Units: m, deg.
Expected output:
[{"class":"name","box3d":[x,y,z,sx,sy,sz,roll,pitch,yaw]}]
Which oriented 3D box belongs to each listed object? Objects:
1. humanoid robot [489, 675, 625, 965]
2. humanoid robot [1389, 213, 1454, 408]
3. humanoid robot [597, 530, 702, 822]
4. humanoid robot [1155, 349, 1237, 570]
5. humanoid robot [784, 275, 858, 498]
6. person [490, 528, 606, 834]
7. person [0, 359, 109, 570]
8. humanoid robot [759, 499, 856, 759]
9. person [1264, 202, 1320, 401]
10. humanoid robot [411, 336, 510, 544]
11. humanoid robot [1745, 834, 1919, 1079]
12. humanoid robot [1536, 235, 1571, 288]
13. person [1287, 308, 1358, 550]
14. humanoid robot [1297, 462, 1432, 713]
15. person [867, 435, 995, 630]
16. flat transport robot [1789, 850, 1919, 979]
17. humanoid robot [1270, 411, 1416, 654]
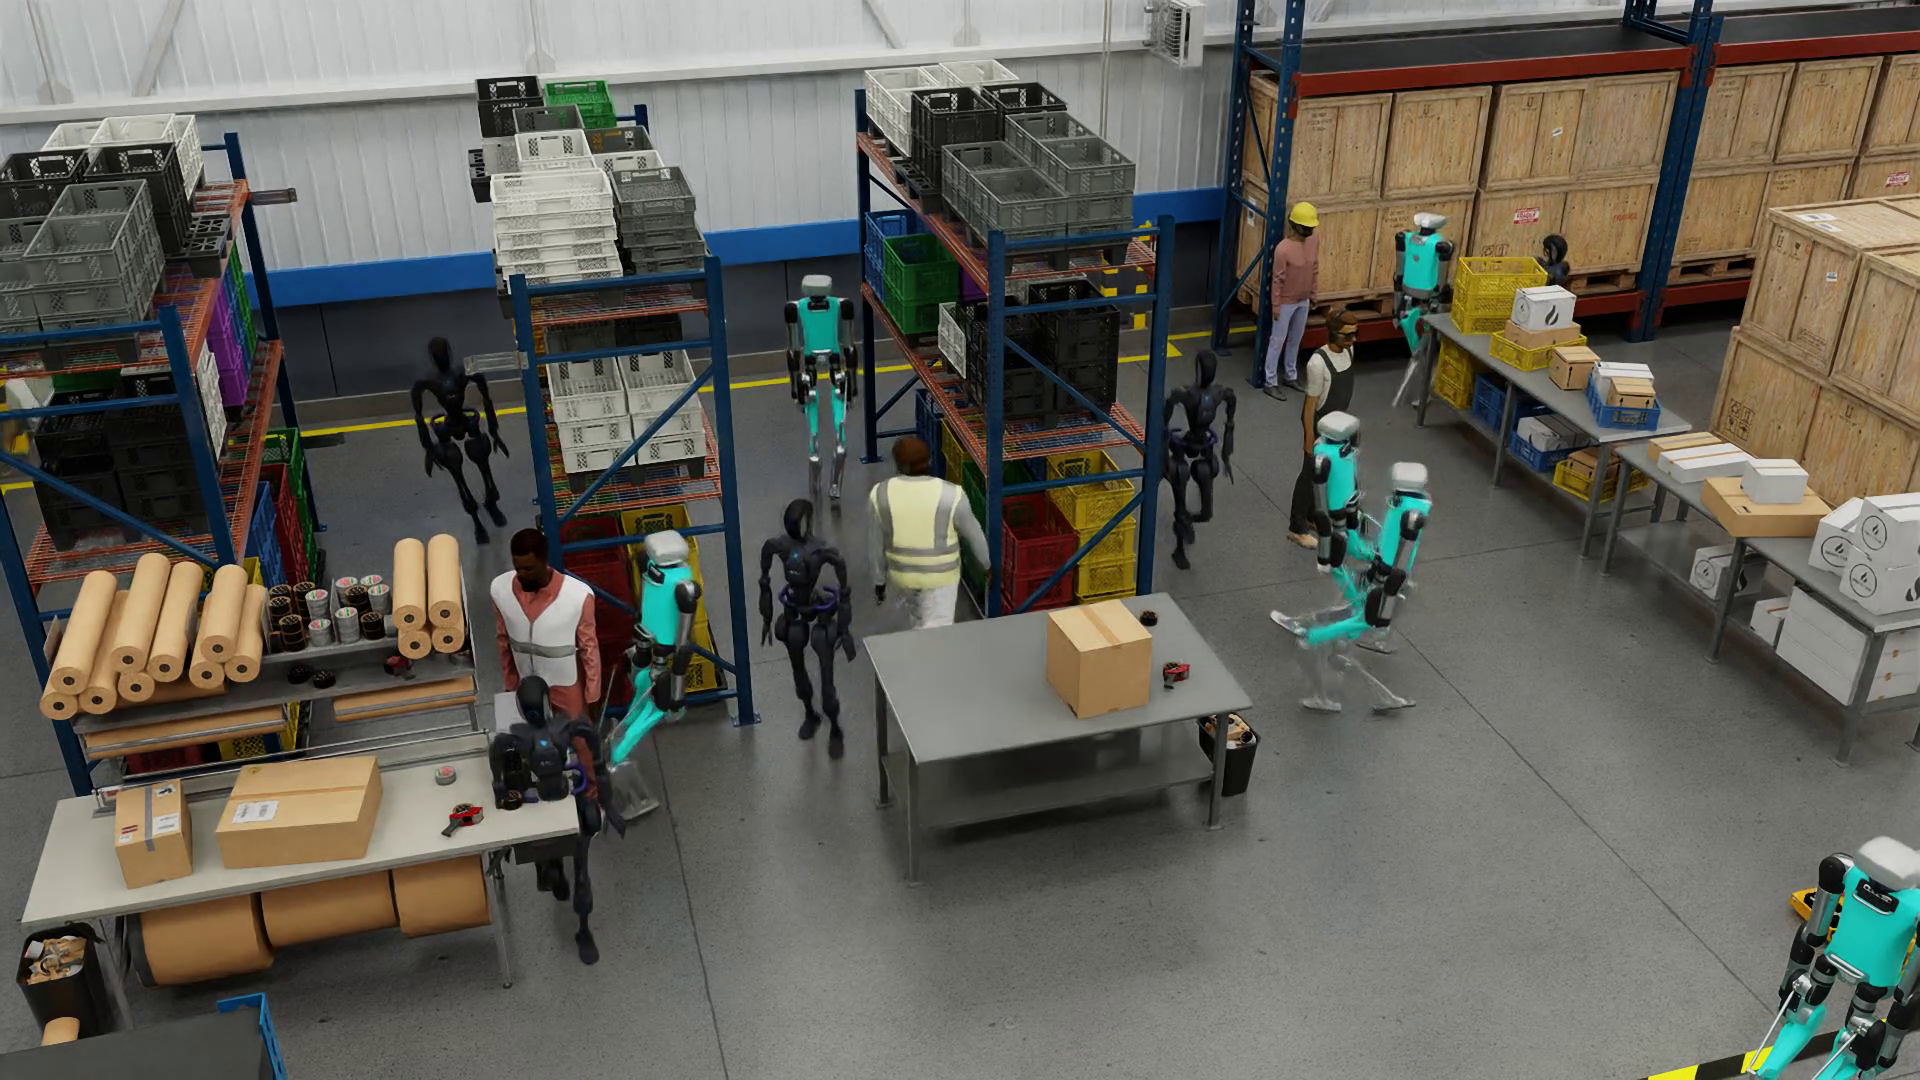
[{"class":"humanoid robot","box3d":[-2.010,1.316,8.326,0.611,1.634,0.621,-9,30,-15]},{"class":"humanoid robot","box3d":[4.007,-1.949,14.188,0.719,1.799,0.546,-23,36,-36]},{"class":"humanoid robot","box3d":[-1.797,0.866,9.149,0.784,1.848,0.534,-20,34,-31]},{"class":"humanoid robot","box3d":[1.637,-0.612,11.809,0.591,1.639,0.464,-6,29,-11]},{"class":"humanoid robot","box3d":[-1.027,-1.063,12.574,0.540,1.770,0.901,-3,29,-5]},{"class":"person","box3d":[-2.215,0.760,9.078,0.590,1.910,0.381,7,29,12]},{"class":"person","box3d":[-6.327,-0.584,11.627,0.688,1.816,0.572,4,29,6]},{"class":"humanoid robot","box3d":[-0.904,0.489,9.808,0.608,1.641,0.397,7,30,13]},{"class":"person","box3d":[2.895,-2.068,14.378,0.523,1.761,0.336,-20,35,-32]},{"class":"humanoid robot","box3d":[-3.608,-0.747,12.065,0.619,1.637,0.447,-11,31,-20]},{"class":"humanoid robot","box3d":[3.503,2.013,6.835,0.735,1.677,0.533,-16,33,-27]},{"class":"humanoid robot","box3d":[4.881,-1.777,13.945,0.593,1.635,0.629,-20,35,-32]},{"class":"person","box3d":[2.636,-0.810,12.013,0.338,1.839,0.507,22,36,35]},{"class":"humanoid robot","box3d":[2.368,0.348,10.033,0.911,1.771,0.542,5,29,8]},{"class":"person","box3d":[-0.182,0.192,10.243,0.702,1.776,0.961,9,30,16]},{"class":"flat transport robot","box3d":[5.163,1.916,8.676,1.431,0.231,0.659,-8,30,-14]},{"class":"humanoid robot","box3d":[2.541,0.046,10.583,1.066,1.735,0.578,17,33,28]}]
